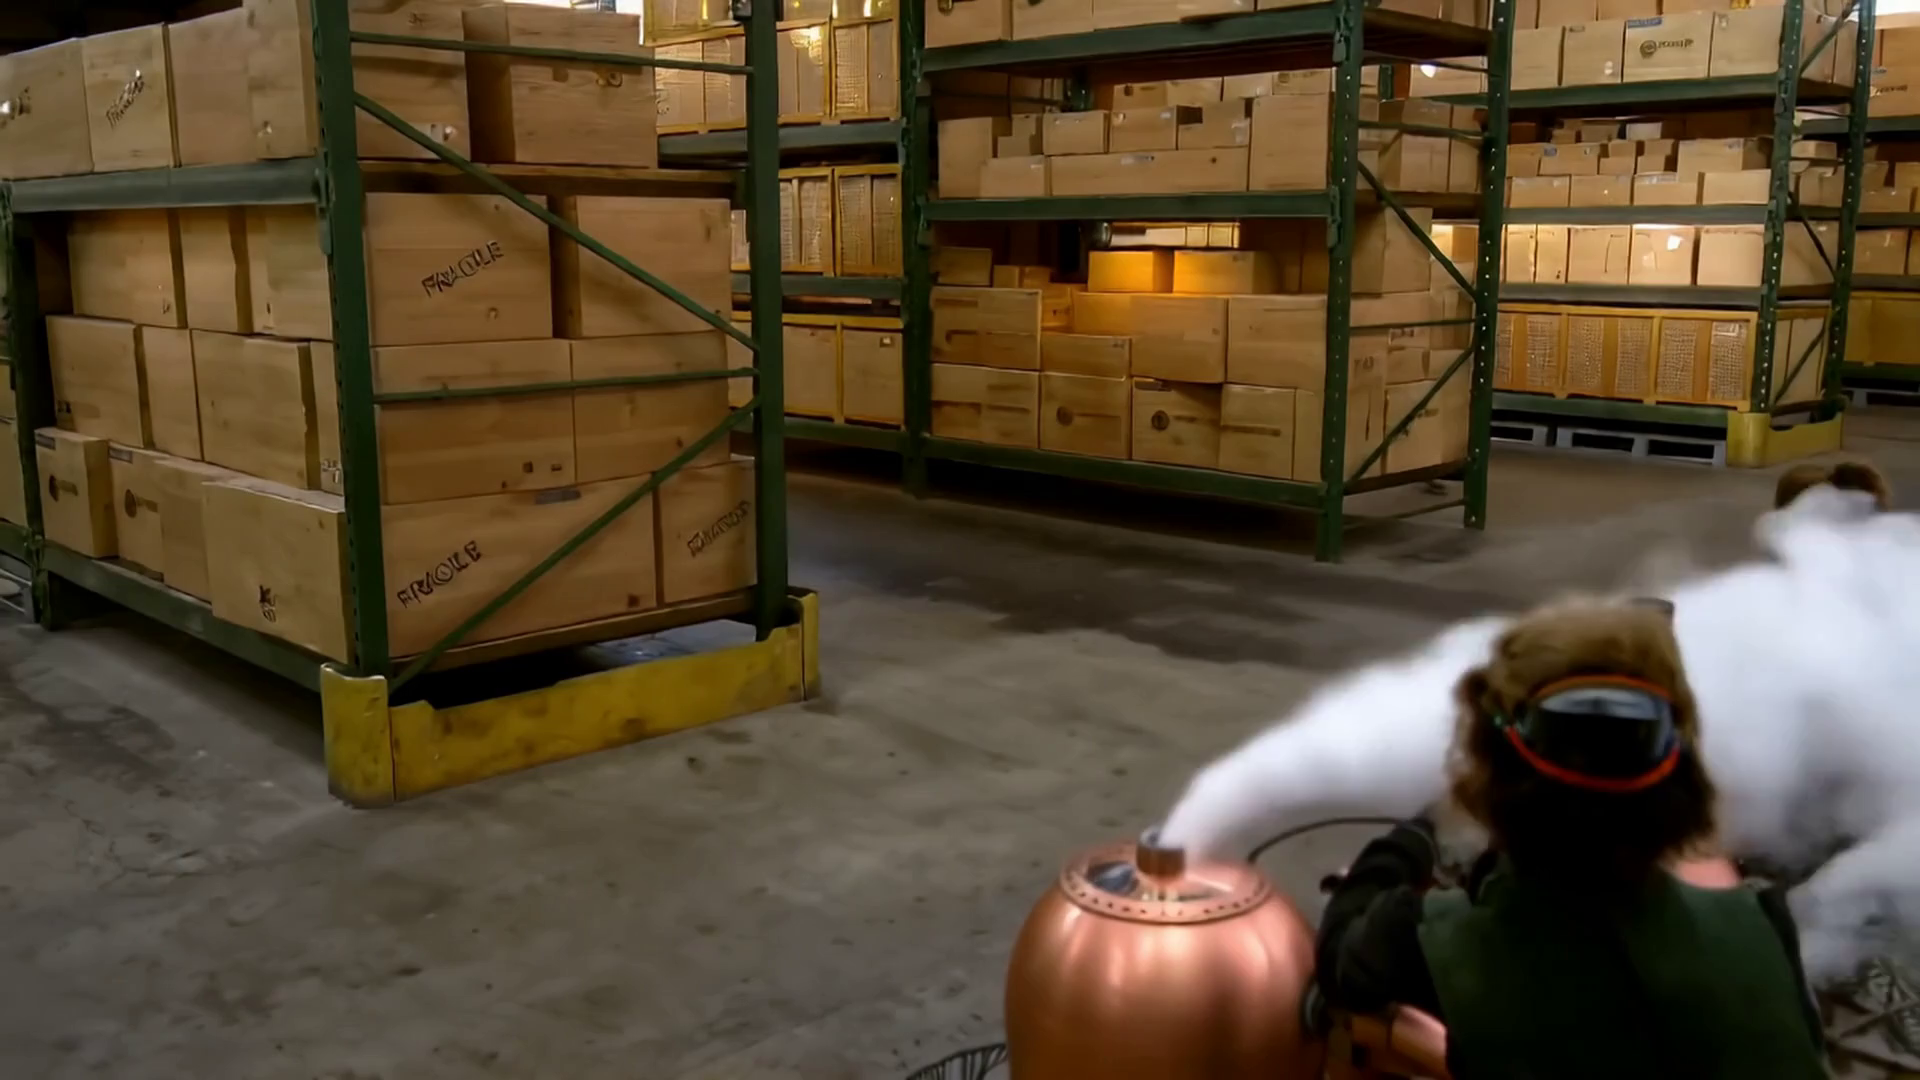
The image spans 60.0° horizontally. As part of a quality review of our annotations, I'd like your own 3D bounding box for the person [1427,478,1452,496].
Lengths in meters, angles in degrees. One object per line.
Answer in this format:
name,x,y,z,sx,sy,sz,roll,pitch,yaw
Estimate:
person,3.745,-1.254,13.862,0.527,1.730,0.891,-4,11,-23
